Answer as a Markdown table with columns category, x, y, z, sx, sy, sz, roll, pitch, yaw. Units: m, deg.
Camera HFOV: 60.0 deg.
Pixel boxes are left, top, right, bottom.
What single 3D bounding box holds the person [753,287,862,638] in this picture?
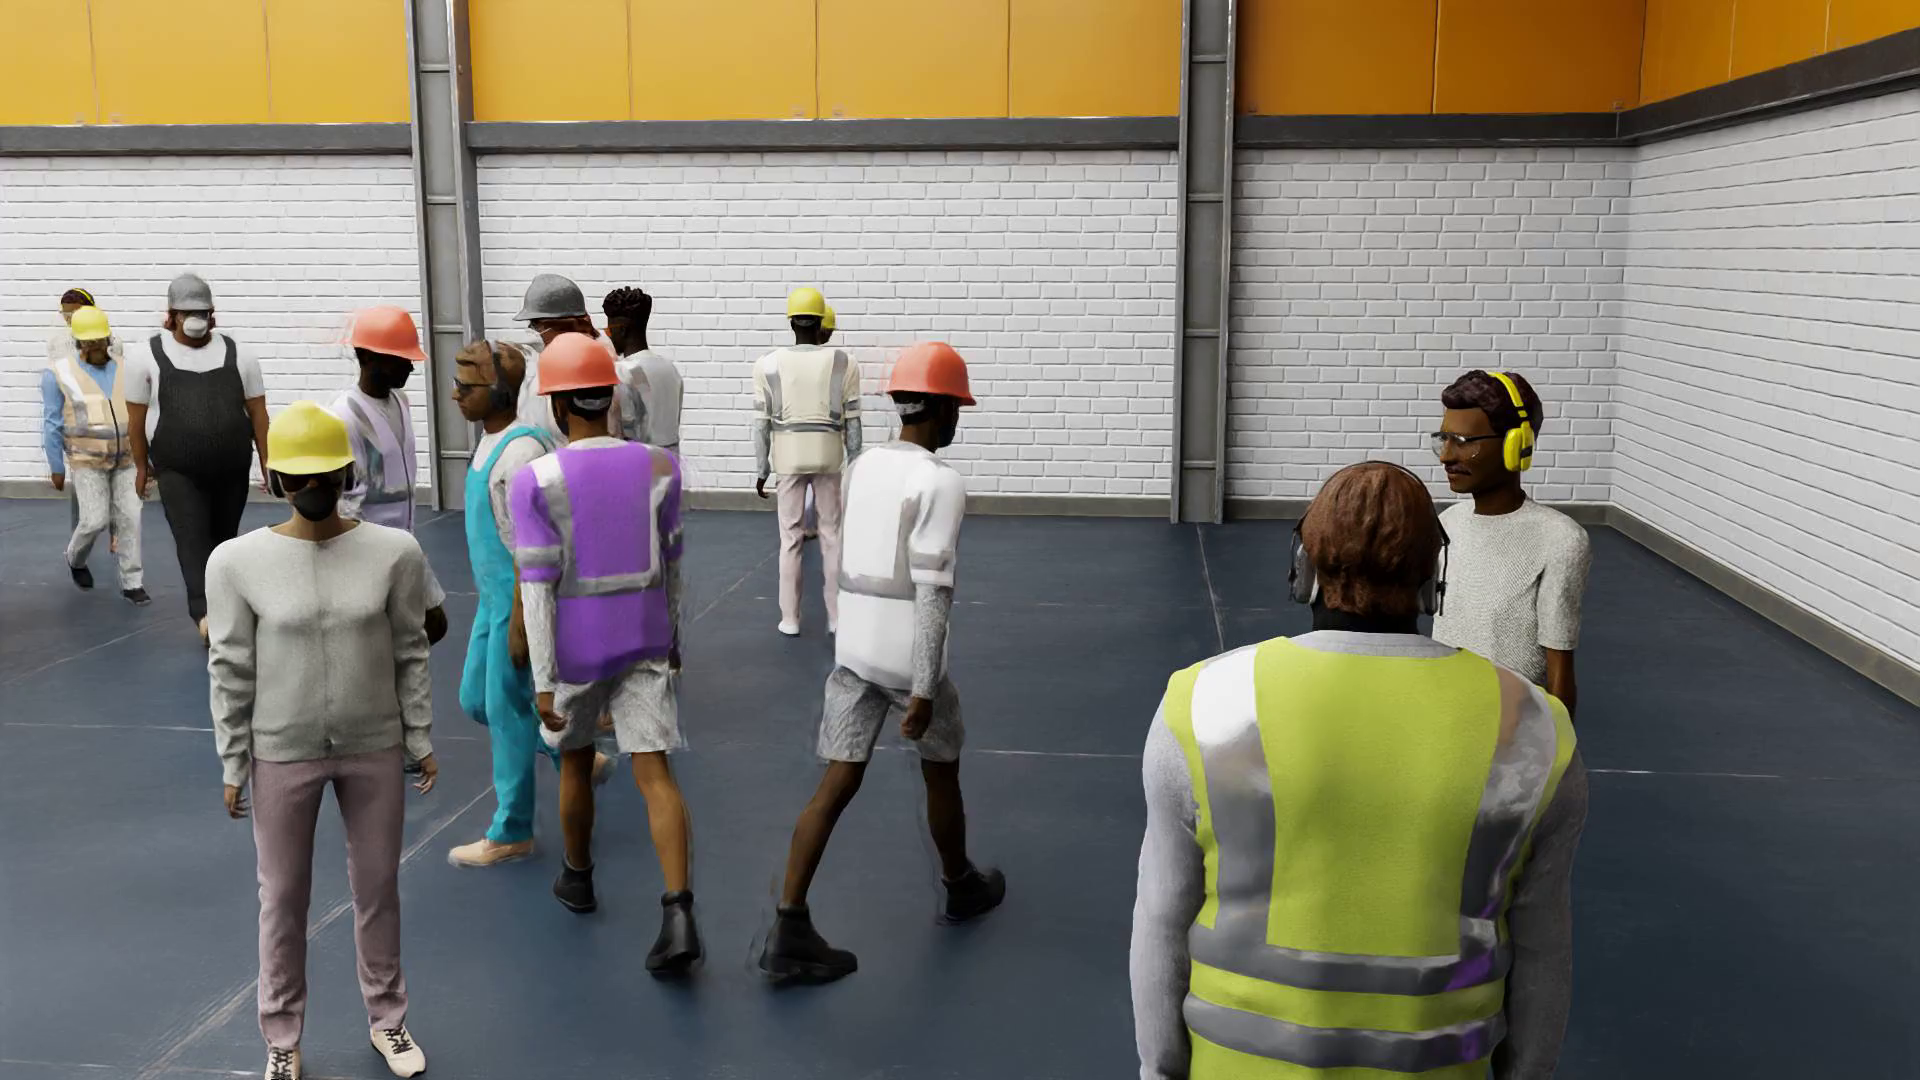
| category | x | y | z | sx | sy | sz | roll | pitch | yaw |
| --- | --- | --- | --- | --- | --- | --- | --- | --- | --- |
| person | -0.835 | -0.423 | 9.165 | 0.594 | 1.922 | 0.386 | -1 | 10 | -5 |

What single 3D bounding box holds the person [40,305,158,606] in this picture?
| category | x | y | z | sx | sy | sz | roll | pitch | yaw |
| --- | --- | --- | --- | --- | --- | --- | --- | --- | --- |
| person | -5.156 | -0.501 | 9.967 | 0.560 | 1.810 | 0.609 | 8 | 13 | 39 |

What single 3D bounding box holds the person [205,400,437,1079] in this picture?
| category | x | y | z | sx | sy | sz | roll | pitch | yaw |
| --- | --- | --- | --- | --- | --- | --- | --- | --- | --- |
| person | -1.574 | 0.530 | 4.163 | 0.528 | 1.767 | 0.330 | -6 | 11 | -29 |

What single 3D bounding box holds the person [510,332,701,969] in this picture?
| category | x | y | z | sx | sy | sz | roll | pitch | yaw |
| --- | --- | --- | --- | --- | --- | --- | --- | --- | --- |
| person | -1.047 | 0.329 | 5.002 | 0.548 | 1.895 | 1.006 | -5 | 11 | -28 |

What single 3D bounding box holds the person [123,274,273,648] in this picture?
| category | x | y | z | sx | sy | sz | roll | pitch | yaw |
| --- | --- | --- | --- | --- | --- | --- | --- | --- | --- |
| person | -4.065 | -0.452 | 8.998 | 0.702 | 2.000 | 0.984 | -7 | 12 | -36 |

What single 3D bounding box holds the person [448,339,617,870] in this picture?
| category | x | y | z | sx | sy | sz | roll | pitch | yaw |
| --- | --- | --- | --- | --- | --- | --- | --- | --- | --- |
| person | -1.520 | 0.220 | 5.755 | 0.527 | 1.833 | 0.539 | -5 | 11 | -25 |

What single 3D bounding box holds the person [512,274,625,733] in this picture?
| category | x | y | z | sx | sy | sz | roll | pitch | yaw |
| --- | --- | --- | --- | --- | --- | --- | --- | --- | --- |
| person | -1.754 | -0.168 | 7.372 | 0.536 | 2.000 | 0.684 | -5 | 11 | -26 |

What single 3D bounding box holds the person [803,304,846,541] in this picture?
| category | x | y | z | sx | sy | sz | roll | pitch | yaw |
| --- | --- | --- | --- | --- | --- | --- | --- | --- | --- |
| person | -1.101 | -0.828 | 11.993 | 0.561 | 1.740 | 0.566 | 6 | 12 | 33 |

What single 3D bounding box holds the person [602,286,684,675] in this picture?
| category | x | y | z | sx | sy | sz | roll | pitch | yaw |
| --- | --- | --- | --- | --- | --- | --- | --- | --- | --- |
| person | -1.571 | -0.261 | 8.173 | 0.391 | 1.952 | 0.613 | 3 | 10 | 18 |

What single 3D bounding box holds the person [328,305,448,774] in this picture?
| category | x | y | z | sx | sy | sz | roll | pitch | yaw |
| --- | --- | --- | --- | --- | --- | --- | --- | --- | --- |
| person | -2.281 | 0.021 | 6.650 | 0.444 | 1.912 | 0.594 | 2 | 10 | 10 |

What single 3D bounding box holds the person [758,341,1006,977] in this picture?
| category | x | y | z | sx | sy | sz | roll | pitch | yaw |
| --- | --- | --- | --- | --- | --- | --- | --- | --- | --- |
| person | -0.225 | 0.350 | 4.972 | 0.539 | 1.870 | 1.016 | 9 | 13 | 42 |

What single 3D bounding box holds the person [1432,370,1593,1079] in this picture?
| category | x | y | z | sx | sy | sz | roll | pitch | yaw |
| --- | --- | --- | --- | --- | --- | --- | --- | --- | --- |
| person | 1.221 | 0.539 | 3.852 | 0.323 | 1.863 | 0.509 | -4 | 11 | -22 |

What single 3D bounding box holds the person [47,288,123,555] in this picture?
| category | x | y | z | sx | sy | sz | roll | pitch | yaw |
| --- | --- | --- | --- | --- | --- | --- | --- | --- | --- |
| person | -6.086 | -0.824 | 11.639 | 0.518 | 1.863 | 0.329 | -2 | 10 | -12 |

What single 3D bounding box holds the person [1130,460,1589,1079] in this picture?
| category | x | y | z | sx | sy | sz | roll | pitch | yaw |
| --- | --- | --- | --- | --- | --- | --- | --- | --- | --- |
| person | 0.569 | 0.795 | 2.482 | 0.636 | 1.830 | 0.429 | 1 | 10 | 4 |
